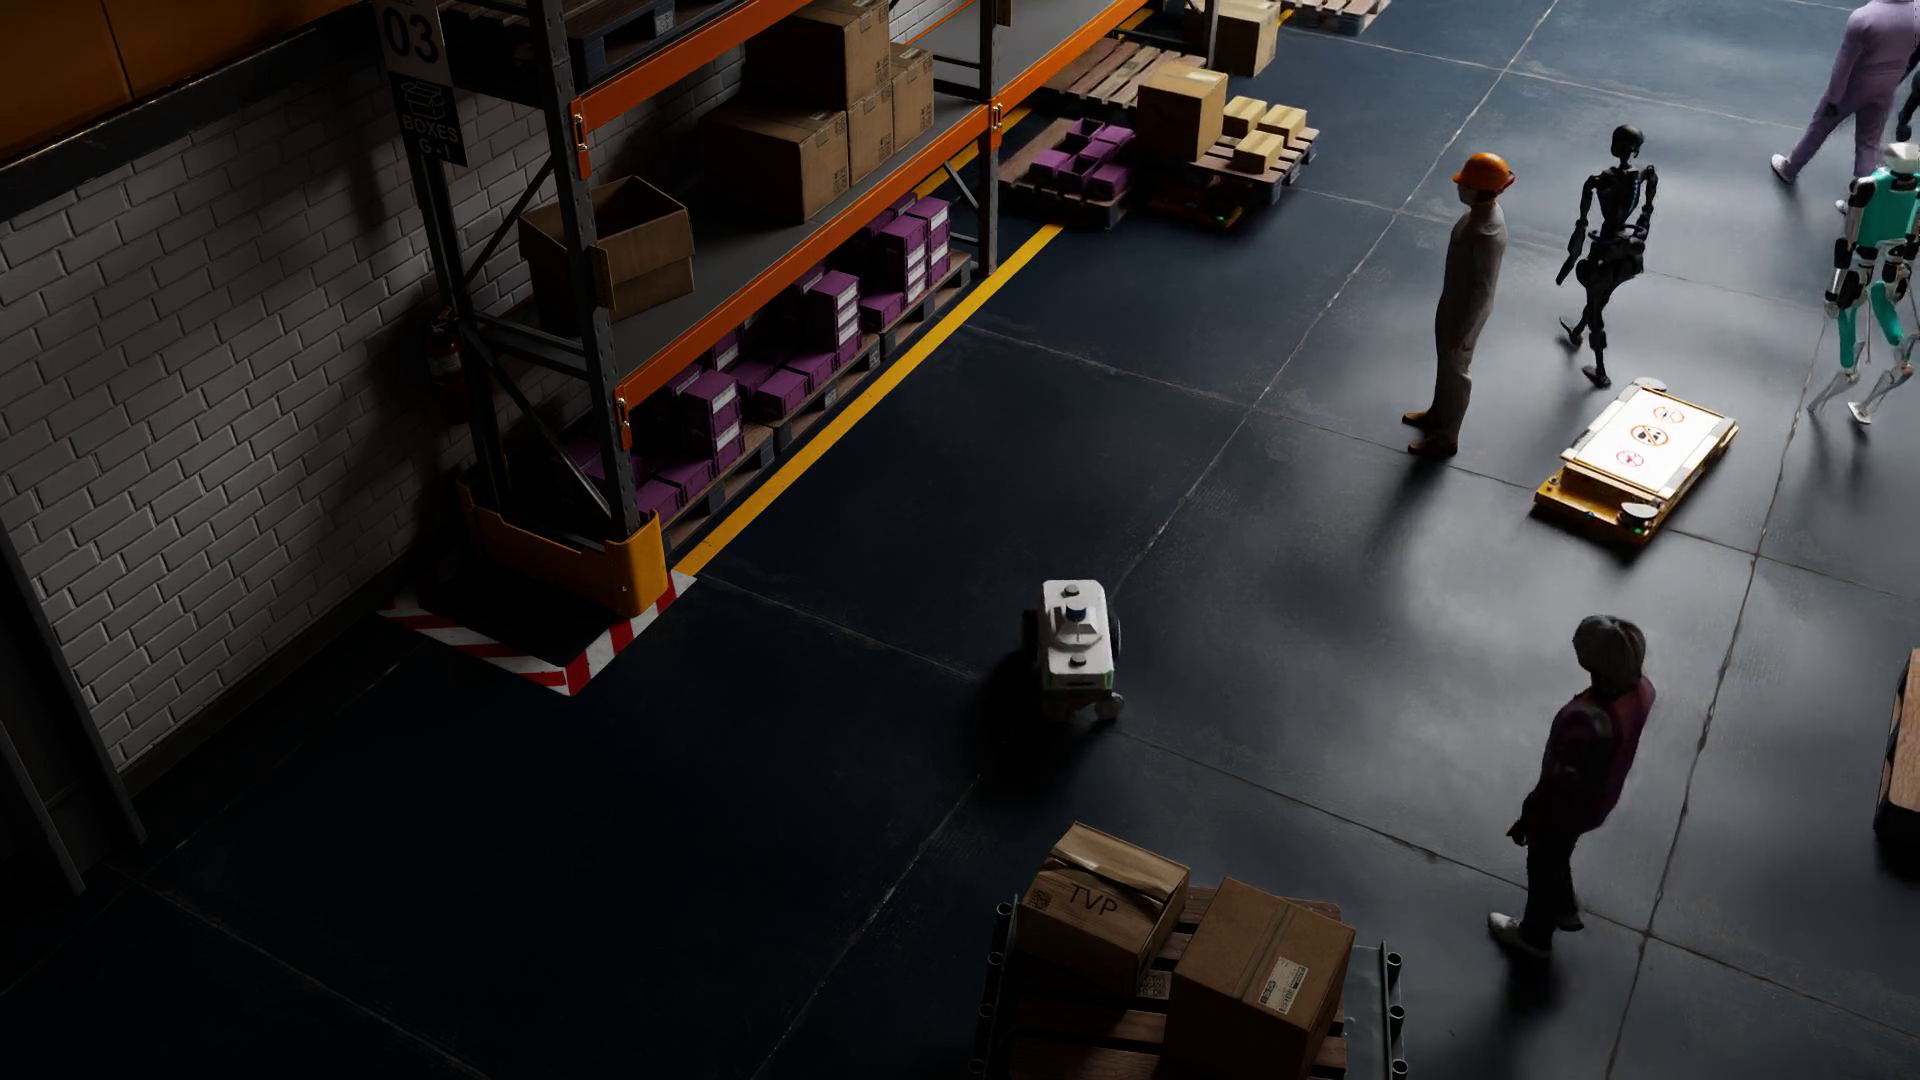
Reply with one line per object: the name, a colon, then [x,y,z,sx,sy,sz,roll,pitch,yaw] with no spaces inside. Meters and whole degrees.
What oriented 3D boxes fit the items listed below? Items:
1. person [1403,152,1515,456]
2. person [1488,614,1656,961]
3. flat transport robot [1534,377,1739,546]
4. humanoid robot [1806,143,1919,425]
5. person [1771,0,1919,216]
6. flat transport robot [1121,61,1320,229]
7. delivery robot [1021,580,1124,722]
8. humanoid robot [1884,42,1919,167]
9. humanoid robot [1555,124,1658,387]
person: [2.884,-1.351,9.609,0.364,1.893,0.586,5,39,6]
person: [2.437,1.006,6.706,0.539,1.832,0.434,-28,46,-30]
flat transport robot: [4.025,-0.491,9.833,0.659,0.231,1.431,28,46,30]
humanoid robot: [5.441,-1.365,9.788,0.540,1.827,0.753,-8,39,-10]
person: [6.559,-3.335,12.119,0.650,1.852,0.969,-3,39,-4]
flat transport robot: [2.013,-2.819,12.743,0.659,0.231,1.431,19,42,22]
delivery robot: [0.579,0.525,8.329,0.517,0.588,0.759,0,39,0]
humanoid robot: [7.396,-3.519,12.486,0.600,1.633,0.398,3,39,3]
humanoid robot: [4.021,-1.808,10.373,0.589,1.633,0.695,-13,40,-15]
